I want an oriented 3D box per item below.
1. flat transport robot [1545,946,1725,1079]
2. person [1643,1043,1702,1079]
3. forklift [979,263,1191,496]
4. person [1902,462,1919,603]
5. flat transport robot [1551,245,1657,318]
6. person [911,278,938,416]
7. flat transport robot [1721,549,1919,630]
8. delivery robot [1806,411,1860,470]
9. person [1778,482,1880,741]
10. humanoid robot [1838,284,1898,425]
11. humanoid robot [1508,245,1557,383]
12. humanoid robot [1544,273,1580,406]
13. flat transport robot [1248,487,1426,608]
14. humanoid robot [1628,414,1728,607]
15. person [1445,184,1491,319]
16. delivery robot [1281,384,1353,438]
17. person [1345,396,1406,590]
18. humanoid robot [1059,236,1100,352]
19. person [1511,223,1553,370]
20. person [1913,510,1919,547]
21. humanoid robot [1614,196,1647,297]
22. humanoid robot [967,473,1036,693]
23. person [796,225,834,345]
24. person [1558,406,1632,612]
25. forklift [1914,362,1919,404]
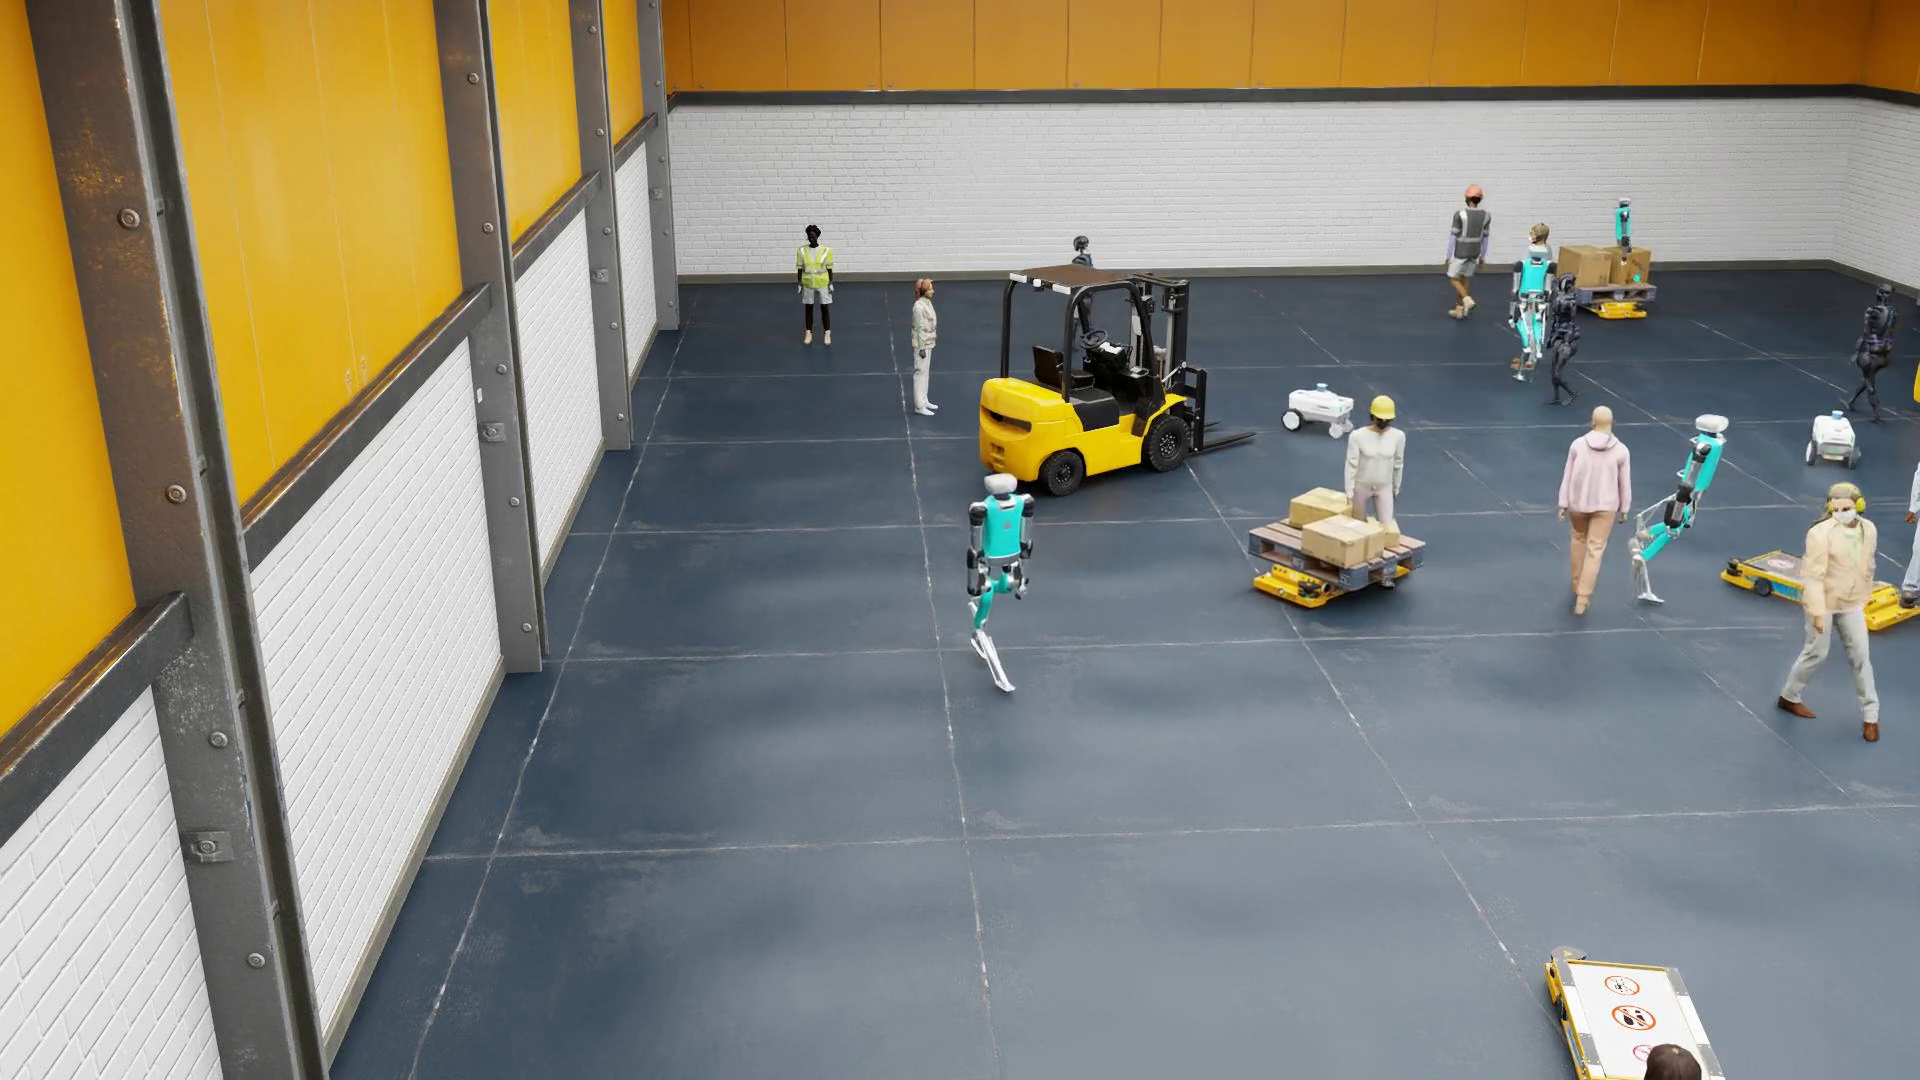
[{"bbox_3d":[3.477,2.598,8.549,0.659,0.231,1.431,3,20,8],"label":"flat transport robot"},{"bbox_3d":[2.561,2.661,6.201,0.466,1.768,0.378,-2,20,-6],"label":"person"},{"bbox_3d":[1.315,-1.764,17.646,2.313,2.155,1.214,-14,24,-33],"label":"forklift"},{"bbox_3d":[8.273,-0.253,13.921,0.589,1.922,0.393,15,25,35],"label":"person"},{"bbox_3d":[9.878,-3.652,25.578,0.659,0.231,1.431,-3,20,-8],"label":"flat transport robot"},{"bbox_3d":[-0.433,-2.326,19.972,0.305,1.640,0.520,3,20,8],"label":"person"},{"bbox_3d":[7.480,0.416,14.494,0.659,0.231,1.431,-13,24,-31],"label":"flat transport robot"},{"bbox_3d":[9.572,-1.104,18.232,0.499,0.602,0.802,7,21,19],"label":"delivery robot"},{"bbox_3d":[6.386,0.503,11.968,0.601,1.833,0.721,-3,20,-8],"label":"person"},{"bbox_3d":[10.796,-2.229,19.732,0.608,1.621,0.794,-9,22,-23],"label":"humanoid robot"},{"bbox_3d":[7.291,-2.778,21.144,0.549,1.850,0.708,0,20,1],"label":"humanoid robot"},{"bbox_3d":[7.379,-2.450,20.261,0.414,1.634,0.583,-3,20,-8],"label":"humanoid robot"},{"bbox_3d":[3.348,0.271,14.889,1.431,0.231,0.659,-15,25,-36],"label":"flat transport robot"},{"bbox_3d":[6.005,-0.198,14.191,0.769,1.870,0.542,16,25,37],"label":"humanoid robot"},{"bbox_3d":[7.534,-4.237,24.627,0.625,2.022,0.676,-6,21,-15],"label":"person"},{"bbox_3d":[4.172,-1.514,19.354,0.809,0.606,0.499,15,25,35],"label":"delivery robot"},{"bbox_3d":[3.648,-0.413,14.632,0.541,1.730,0.854,0,20,1],"label":"person"},{"bbox_3d":[1.745,-3.336,22.754,0.747,1.648,0.595,6,21,17],"label":"humanoid robot"},{"bbox_3d":[7.570,-3.209,21.950,0.373,1.940,0.626,9,22,23],"label":"person"},{"bbox_3d":[9.224,-0.771,15.419,0.802,1.860,0.431,-7,21,-17],"label":"person"},{"bbox_3d":[10.211,-4.311,25.253,0.720,1.785,0.542,4,20,10],"label":"humanoid robot"},{"bbox_3d":[0.200,0.259,12.865,0.538,1.763,1.035,-9,22,-23],"label":"humanoid robot"},{"bbox_3d":[-2.028,-3.576,23.306,0.535,1.694,0.320,2,20,5],"label":"person"},{"bbox_3d":[5.462,-0.301,14.288,0.566,1.748,0.810,11,23,27],"label":"person"},{"bbox_3d":[12.602,-2.435,19.475,2.313,2.155,1.214,-1,20,-4],"label":"forklift"}]
